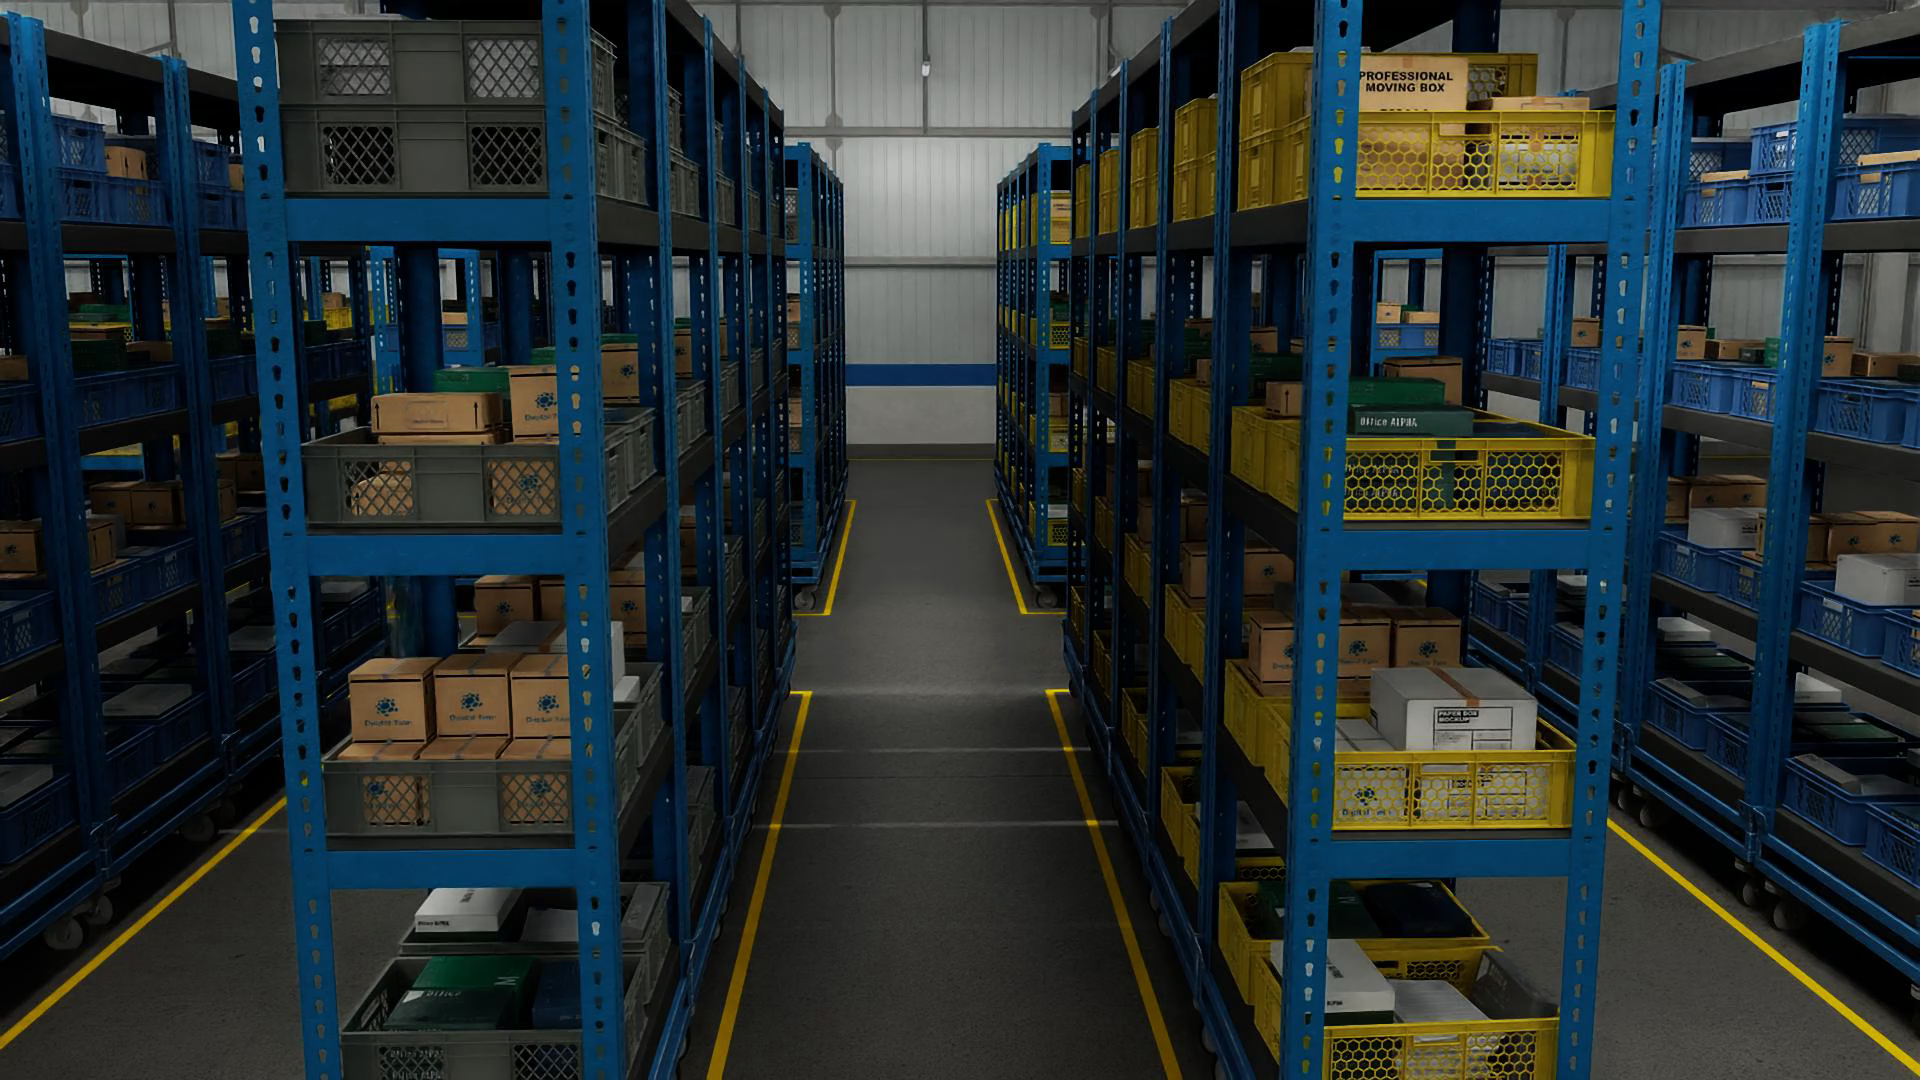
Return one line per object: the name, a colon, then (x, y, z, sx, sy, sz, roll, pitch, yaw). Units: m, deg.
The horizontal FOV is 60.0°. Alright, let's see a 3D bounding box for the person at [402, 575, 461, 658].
person: (-3.390, -0.016, 10.935, 0.762, 1.820, 0.596, 0, 9, 3)
